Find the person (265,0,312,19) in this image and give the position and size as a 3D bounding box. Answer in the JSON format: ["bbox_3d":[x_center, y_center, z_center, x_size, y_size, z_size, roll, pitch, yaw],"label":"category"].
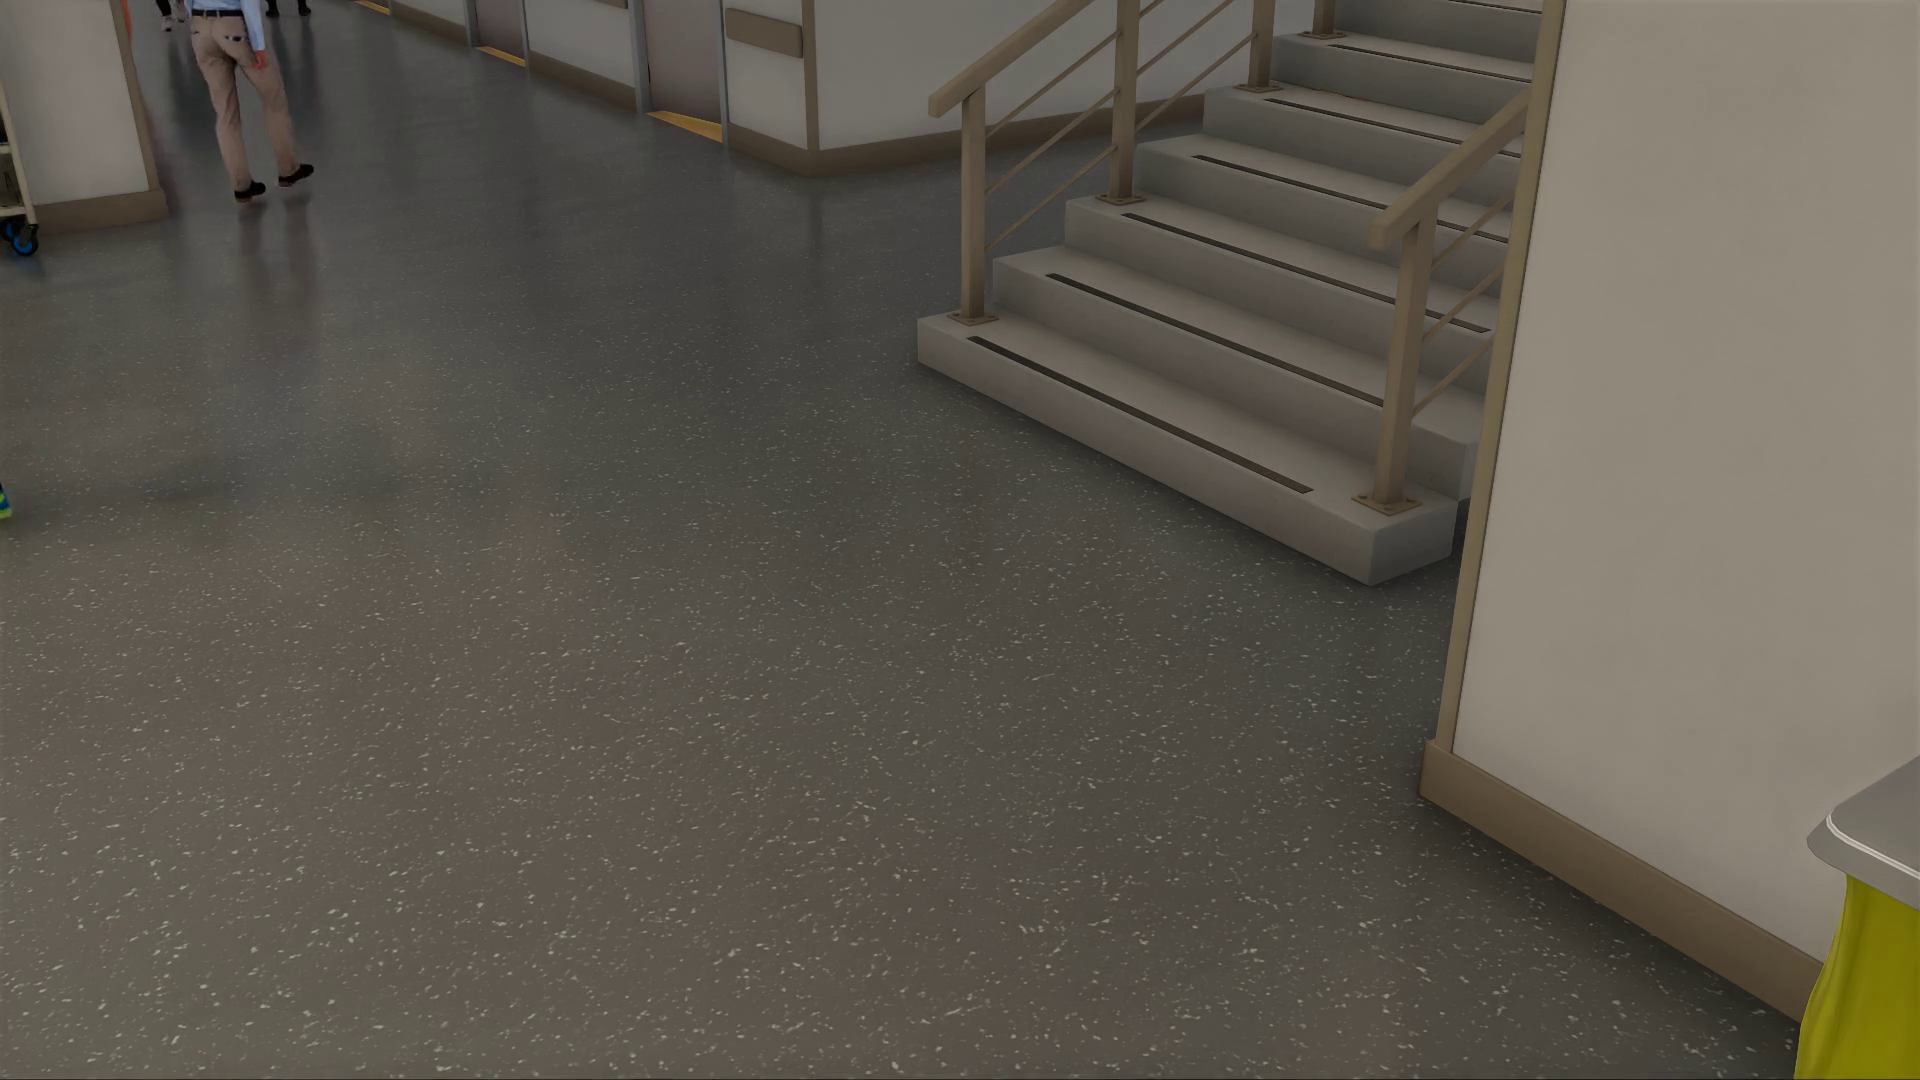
[{"bbox_3d":[-6.614,-5.945,15.954,0.518,1.754,0.716,-12,28,-23],"label":"person"}]

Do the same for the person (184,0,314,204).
[{"bbox_3d":[-4.165,-2.800,9.361,0.981,1.816,1.008,1,26,3],"label":"person"}]
